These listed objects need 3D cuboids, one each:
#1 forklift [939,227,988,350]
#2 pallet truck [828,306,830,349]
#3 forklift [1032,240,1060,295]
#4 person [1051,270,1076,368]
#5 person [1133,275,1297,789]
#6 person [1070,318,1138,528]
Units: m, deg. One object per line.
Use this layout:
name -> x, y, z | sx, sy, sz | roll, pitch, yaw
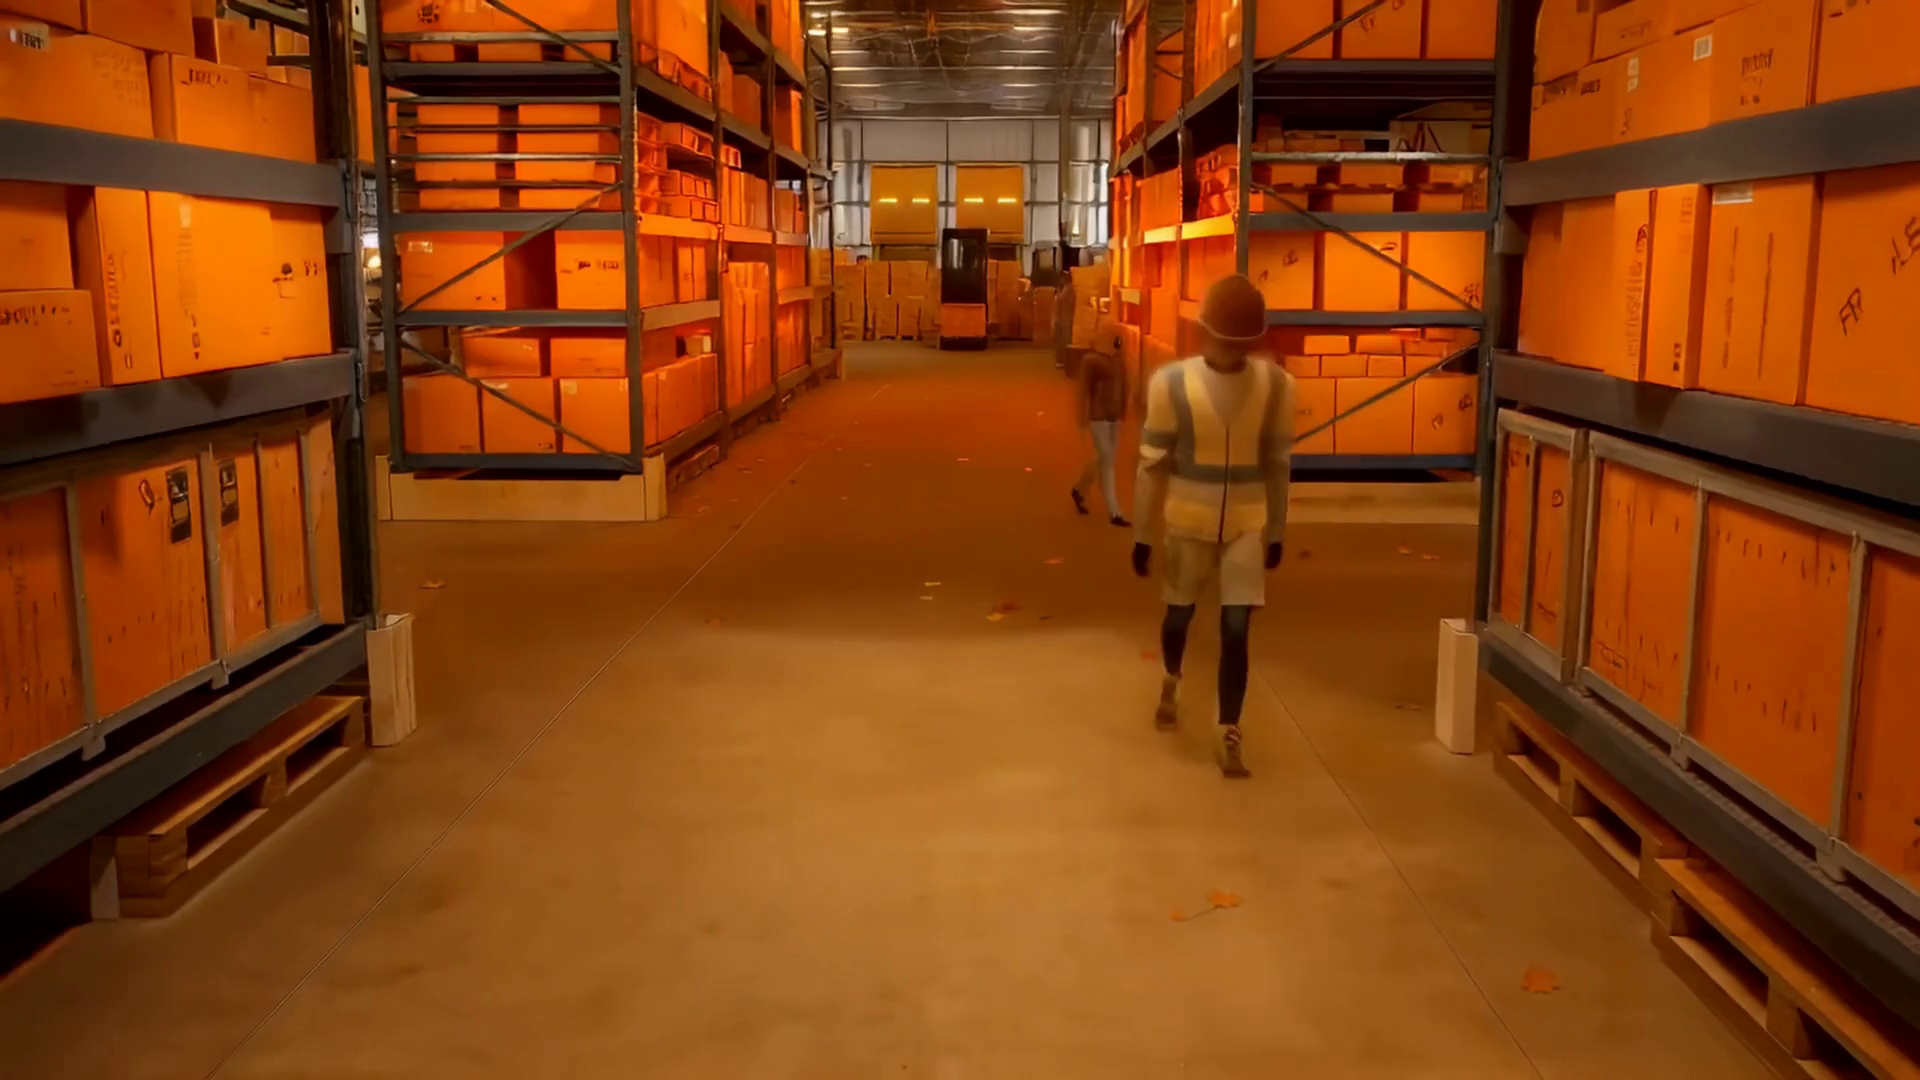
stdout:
forklift -> 0.091, -5.837, 38.527 | 1.129, 2.768, 1.873 | 0, 9, 1
pallet truck -> -3.100, -3.940, 29.800 | 1.885, 1.965, 0.823 | 3, 10, 19
forklift -> 3.172, -9.648, 61.356 | 1.129, 2.768, 1.873 | 0, 9, 1
person -> 1.950, -4.247, 31.998 | 0.668, 1.885, 0.641 | 0, 9, -2
person -> 1.010, -0.083, 6.769 | 0.645, 1.988, 1.047 | 0, 9, -3
person -> 1.098, -0.926, 12.922 | 0.502, 1.605, 0.782 | -7, 12, -36
